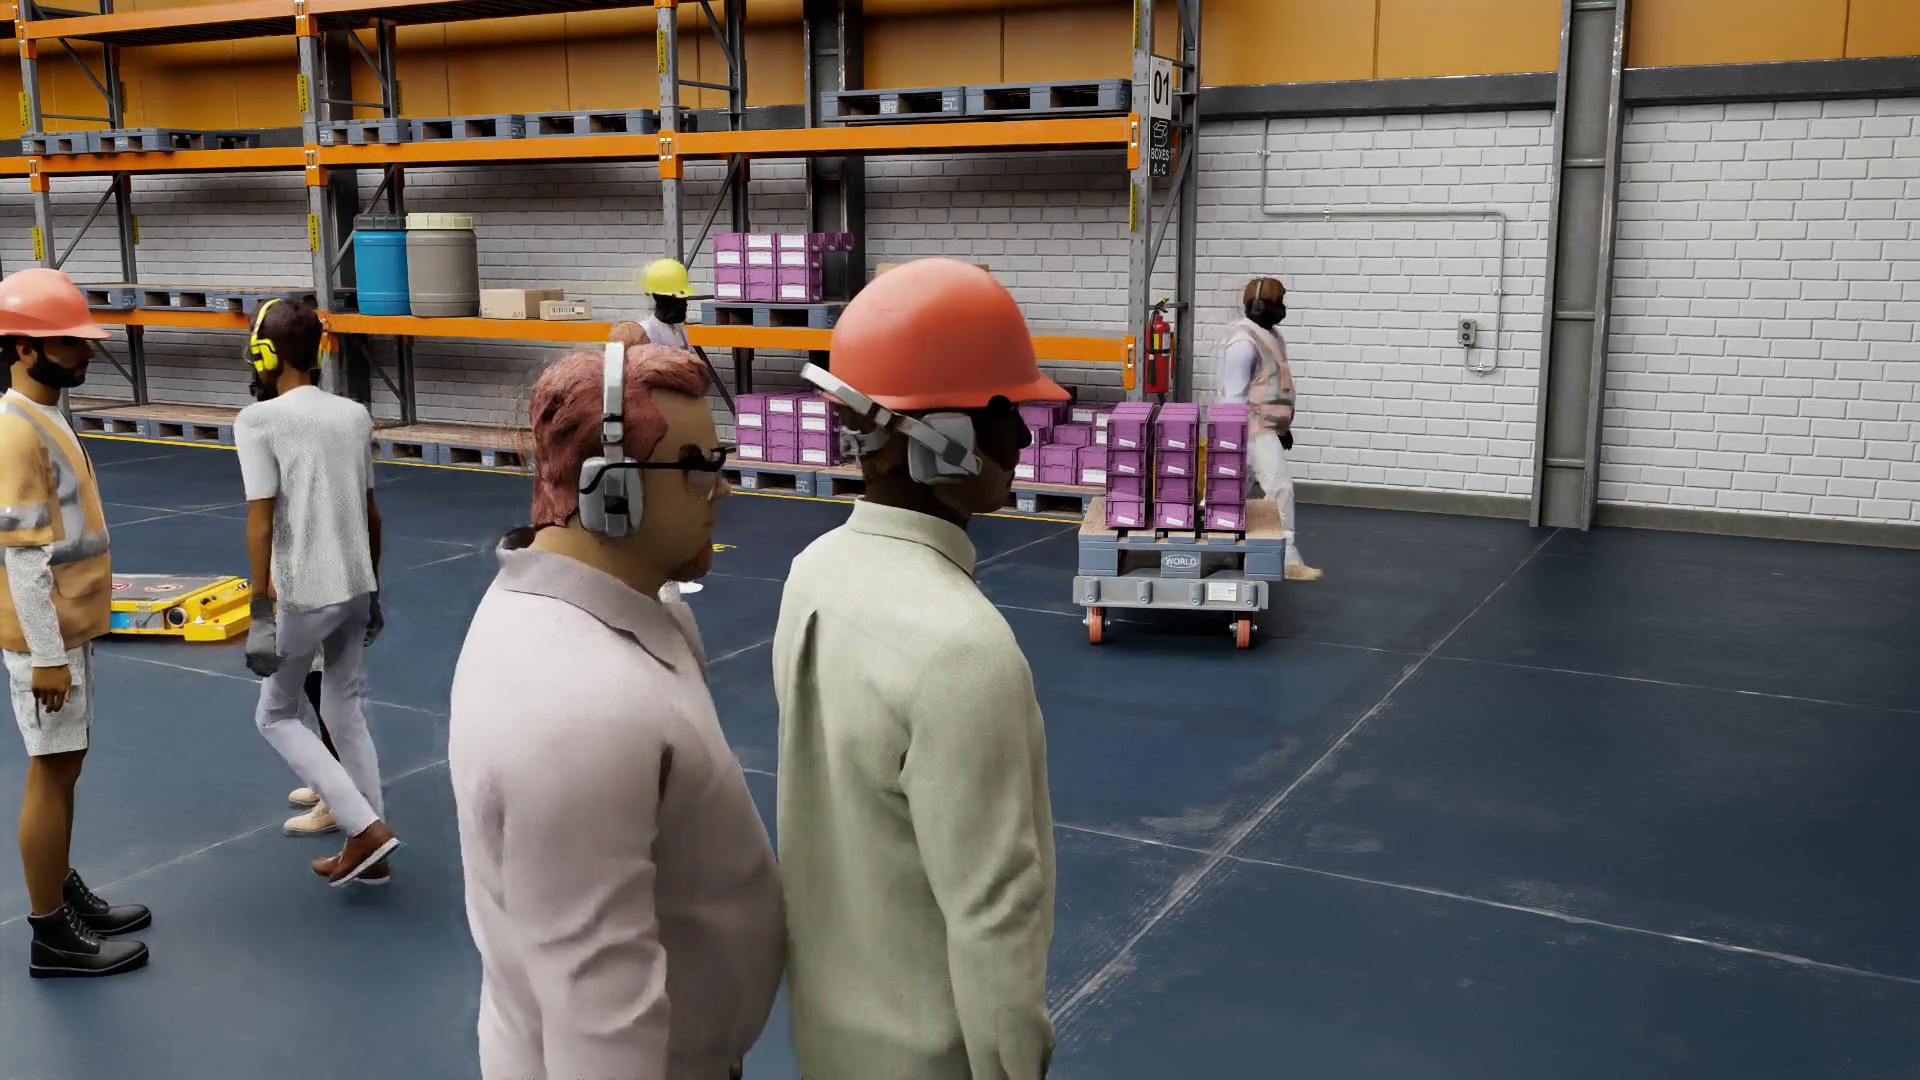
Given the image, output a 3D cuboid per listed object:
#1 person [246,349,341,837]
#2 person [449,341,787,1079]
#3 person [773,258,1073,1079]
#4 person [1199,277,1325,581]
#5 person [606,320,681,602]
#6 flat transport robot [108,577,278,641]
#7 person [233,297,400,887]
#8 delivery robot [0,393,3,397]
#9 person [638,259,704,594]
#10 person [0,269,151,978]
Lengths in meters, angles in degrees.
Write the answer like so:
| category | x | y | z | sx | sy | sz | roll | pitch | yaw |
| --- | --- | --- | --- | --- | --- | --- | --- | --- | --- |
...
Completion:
| category | x | y | z | sx | sy | sz | roll | pitch | yaw |
| --- | --- | --- | --- | --- | --- | --- | --- | --- | --- |
| person | -2.224 | 0.153 | 5.665 | 0.317 | 1.698 | 0.540 | -3 | 11 | -16 |
| person | -0.402 | 0.699 | 2.132 | 0.438 | 1.901 | 0.673 | -3 | 11 | -17 |
| person | -0.044 | 0.641 | 2.187 | 0.378 | 1.995 | 0.612 | -5 | 11 | -25 |
| person | 1.705 | -0.674 | 9.946 | 0.950 | 1.799 | 0.615 | 4 | 11 | 20 |
| person | -1.518 | -0.200 | 7.764 | 0.514 | 1.640 | 0.315 | -4 | 11 | -22 |
| flat transport robot | -4.312 | 0.335 | 8.589 | 1.431 | 0.197 | 0.652 | 1 | 10 | 5 |
| person | -1.966 | 0.192 | 5.070 | 0.437 | 1.842 | 0.586 | 4 | 11 | 23 |
| delivery robot | -9.852 | -1.357 | 16.829 | 0.707 | 0.478 | 0.477 | 7 | 12 | 33 |
| person | -1.628 | -0.617 | 9.329 | 0.422 | 1.900 | 0.628 | 2 | 10 | 9 |
| person | -2.471 | 0.230 | 4.592 | 0.370 | 1.935 | 0.552 | -4 | 11 | -22 |
